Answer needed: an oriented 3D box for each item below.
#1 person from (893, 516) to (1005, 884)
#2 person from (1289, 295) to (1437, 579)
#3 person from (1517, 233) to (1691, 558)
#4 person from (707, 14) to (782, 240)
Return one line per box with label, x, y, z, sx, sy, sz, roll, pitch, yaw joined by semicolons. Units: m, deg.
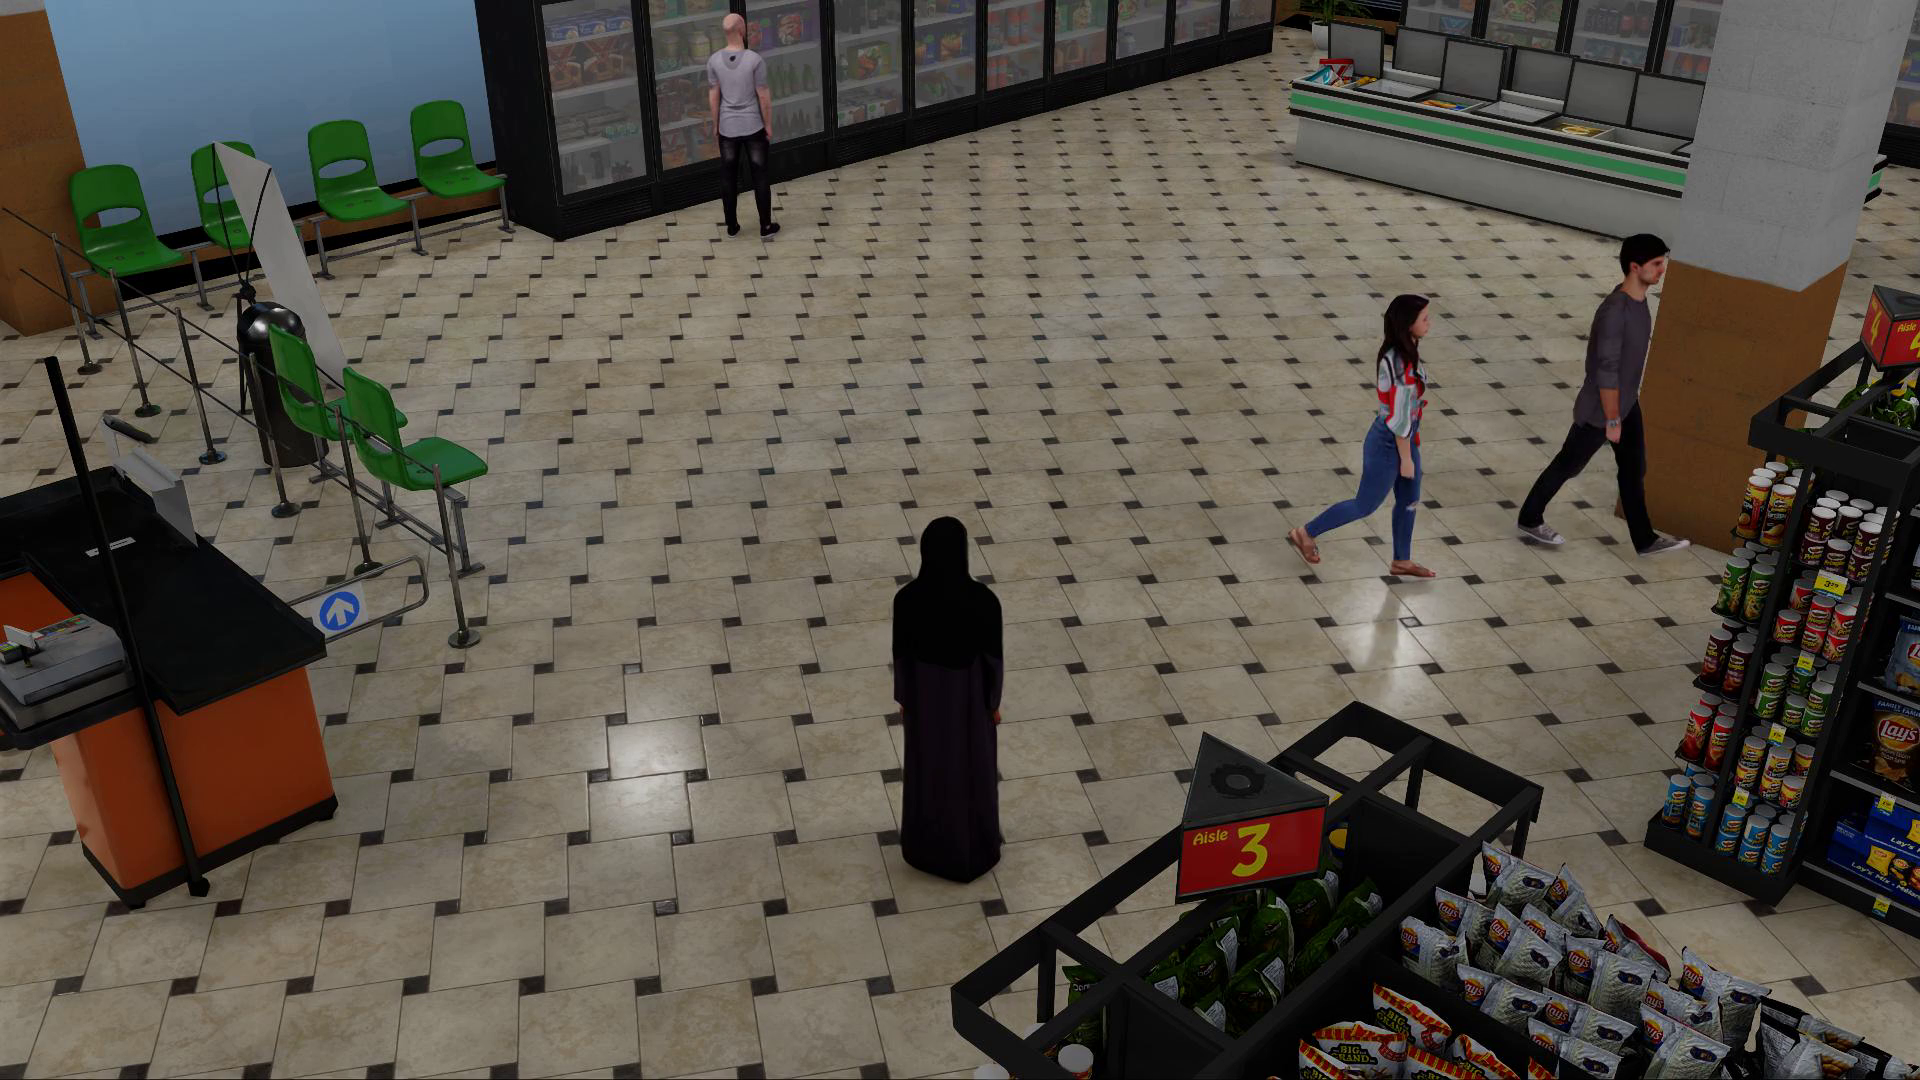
person;-0.052;0.626;6.610;0.699;1.615;0.774;4;29;7
person;2.167;-0.506;8.710;1.100;1.589;0.855;11;30;19
person;3.384;-0.751;8.932;1.152;1.807;0.793;21;35;33
person;-1.809;-3.423;13.794;0.732;1.838;0.824;4;29;8
